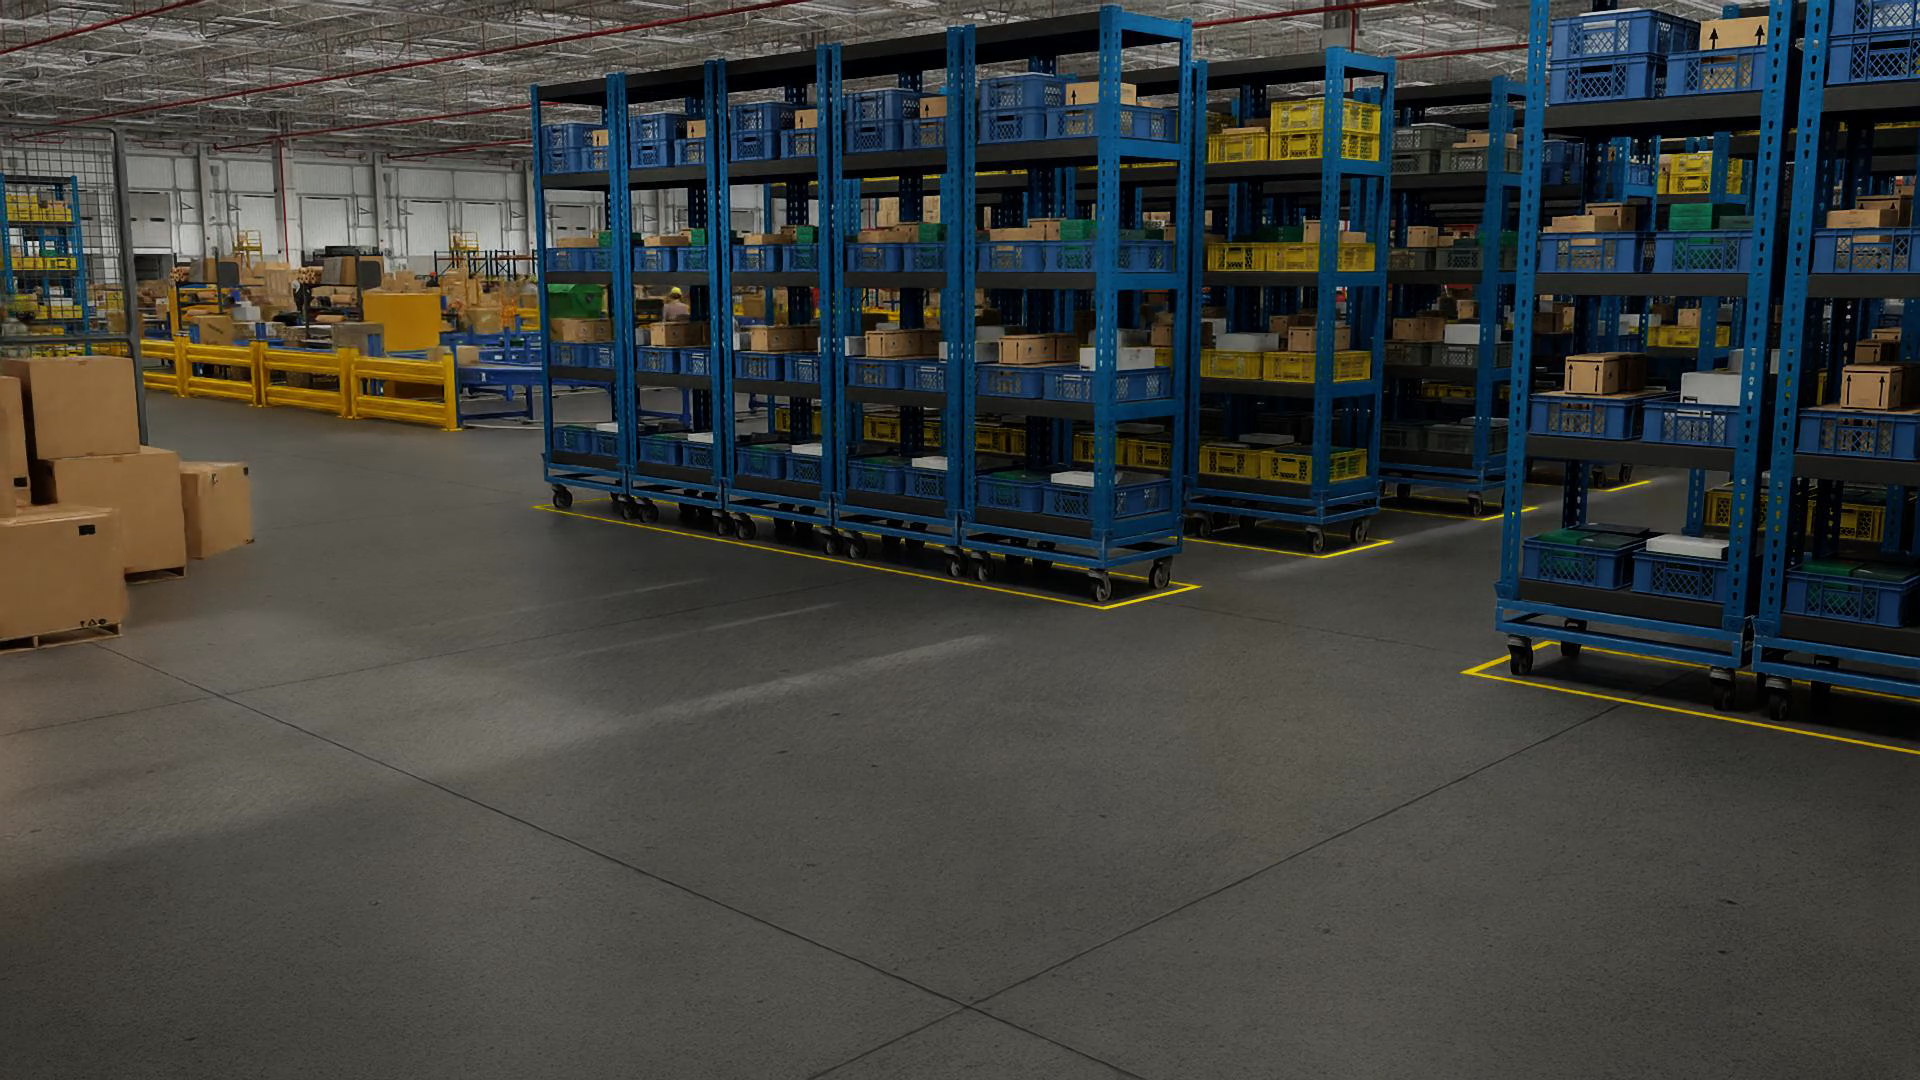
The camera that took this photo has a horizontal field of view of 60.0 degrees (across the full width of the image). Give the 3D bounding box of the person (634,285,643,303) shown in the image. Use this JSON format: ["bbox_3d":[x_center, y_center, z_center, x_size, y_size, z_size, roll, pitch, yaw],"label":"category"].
[{"bbox_3d":[-13.269,-9.961,67.970,0.808,1.908,0.578,-2,10,-15],"label":"person"}]

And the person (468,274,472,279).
[{"bbox_3d":[-24.996,-12.688,85.098,0.964,1.796,0.638,-8,12,-39],"label":"person"}]

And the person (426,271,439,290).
[{"bbox_3d":[-18.743,-8.585,59.279,0.612,1.997,0.376,5,11,28],"label":"person"}]

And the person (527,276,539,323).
[{"bbox_3d":[-15.114,-8.504,59.372,0.623,1.798,0.847,9,13,43],"label":"person"}]

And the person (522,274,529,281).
[{"bbox_3d":[-21.318,-12.083,81.312,0.741,1.809,0.557,6,11,33],"label":"person"}]

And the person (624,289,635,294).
[{"bbox_3d":[-16.789,-12.599,84.251,0.904,1.874,0.593,6,11,32],"label":"person"}]

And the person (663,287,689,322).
[{"bbox_3d":[-5.484,-4.020,32.139,0.533,1.725,0.924,2,10,13],"label":"person"}]

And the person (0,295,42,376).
[{"bbox_3d":[-10.776,-1.917,19.105,0.859,1.766,0.606,-5,10,-28],"label":"person"}]

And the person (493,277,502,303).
[{"bbox_3d":[-18.586,-9.667,66.741,0.857,1.733,0.536,-6,11,-34],"label":"person"}]

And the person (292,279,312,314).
[{"bbox_3d":[-24.571,-9.071,62.131,0.688,2.000,0.539,-5,10,-26],"label":"person"}]

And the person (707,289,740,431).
[{"bbox_3d":[-2.623,-1.899,18.566,0.409,1.909,0.640,-7,11,-35],"label":"person"}]

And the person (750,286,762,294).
[{"bbox_3d":[-9.385,-11.392,76.590,0.609,1.963,0.368,-6,11,-32],"label":"person"}]

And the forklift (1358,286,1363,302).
[{"bbox_3d":[11.100,-7.017,46.970,1.873,2.768,1.129,9,13,43],"label":"forklift"}]
